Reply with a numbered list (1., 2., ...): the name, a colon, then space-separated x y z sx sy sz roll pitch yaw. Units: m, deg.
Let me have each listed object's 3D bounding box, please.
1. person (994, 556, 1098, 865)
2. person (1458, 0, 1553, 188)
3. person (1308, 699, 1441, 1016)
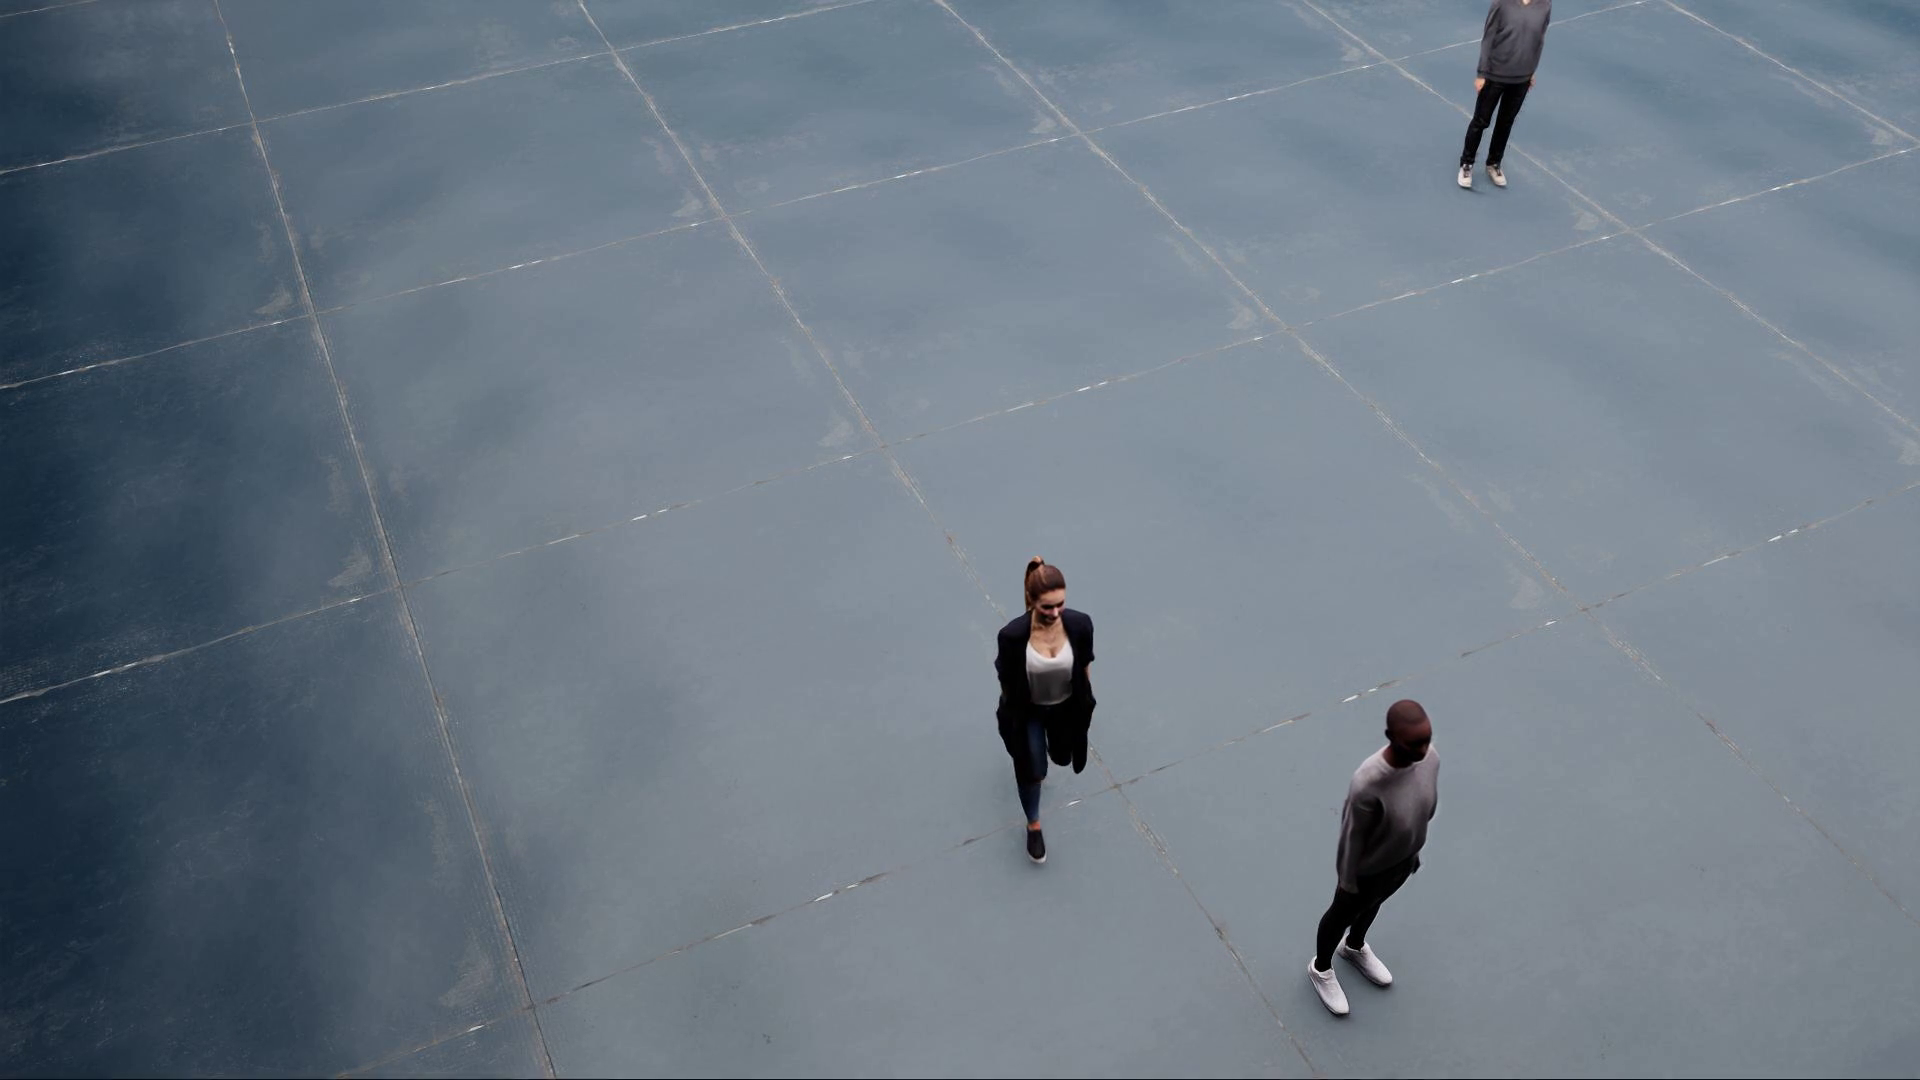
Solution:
1. person: 0.380 0.718 7.719 0.788 1.676 0.976 -6 43 -6
2. person: 4.029 -3.446 12.241 0.683 1.761 0.649 -2 42 -2
3. person: 1.744 1.310 6.996 0.640 1.772 0.581 -24 47 -24
